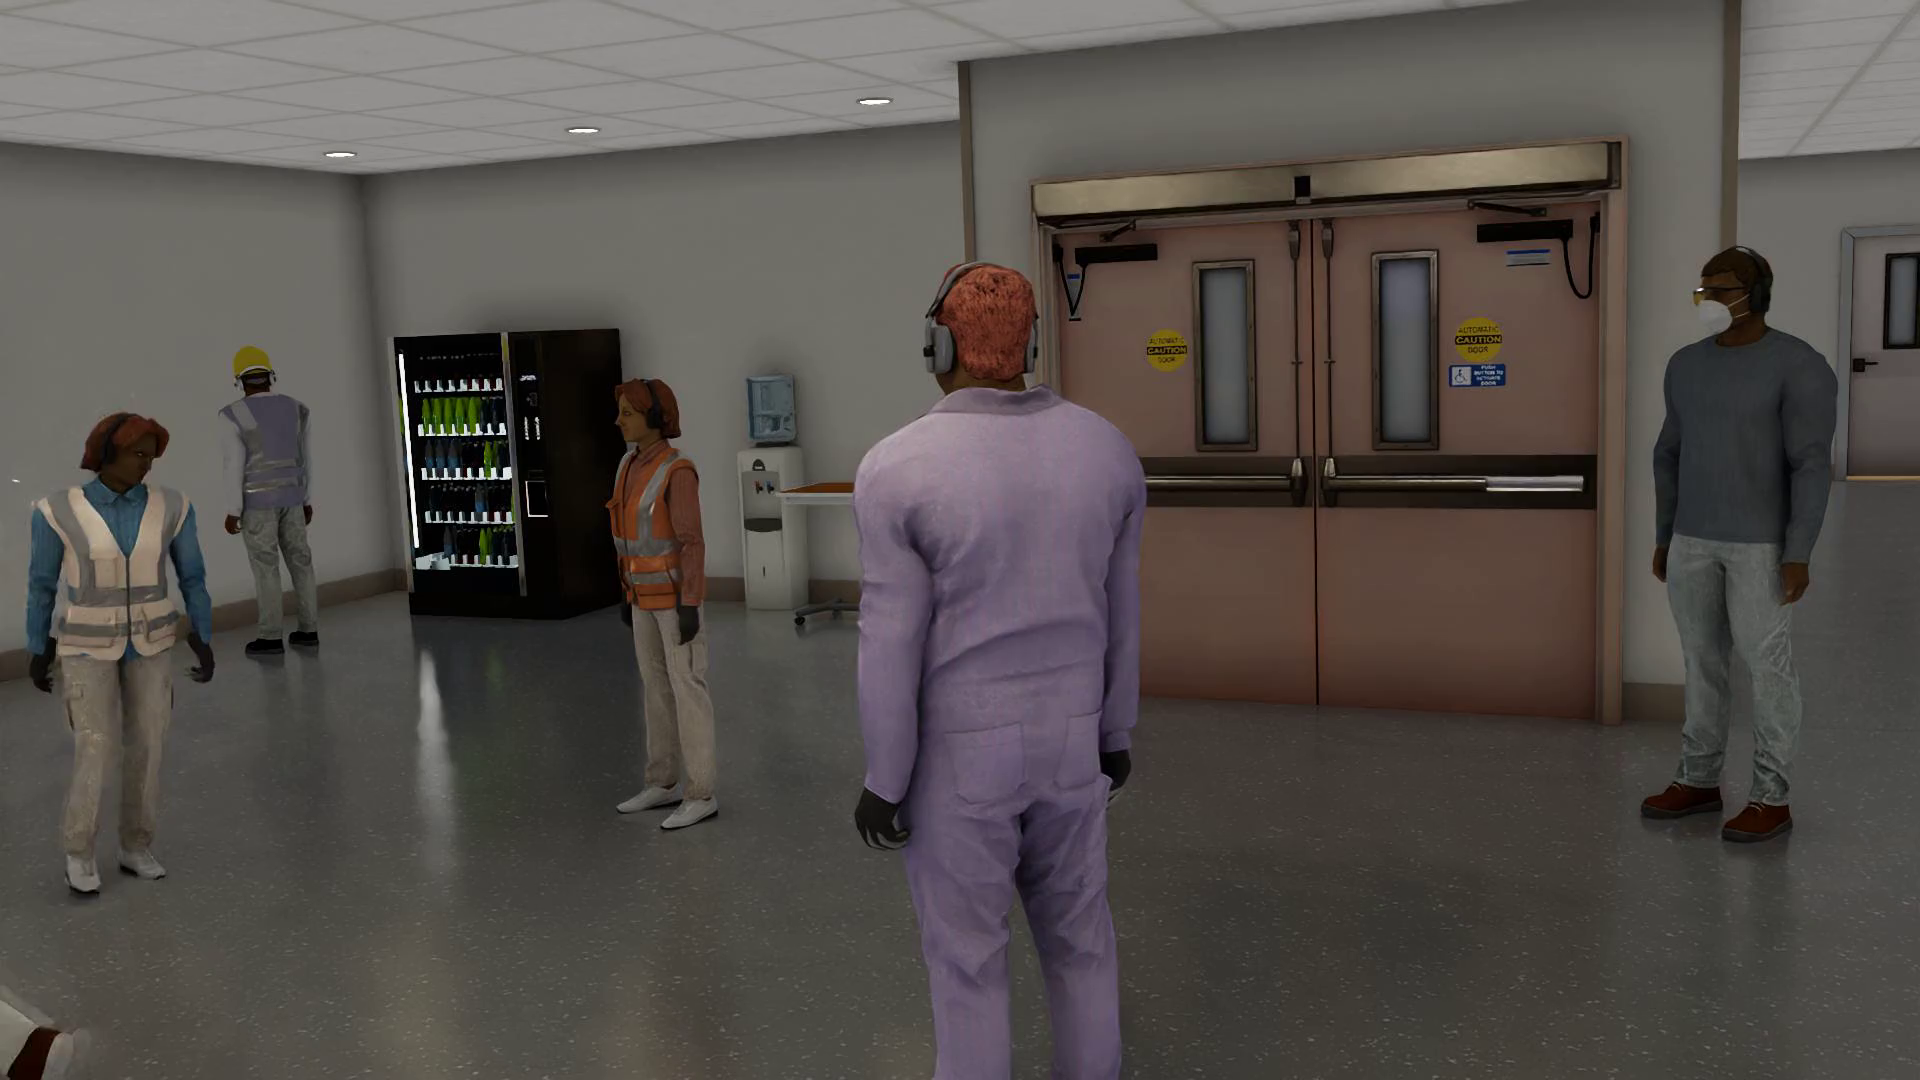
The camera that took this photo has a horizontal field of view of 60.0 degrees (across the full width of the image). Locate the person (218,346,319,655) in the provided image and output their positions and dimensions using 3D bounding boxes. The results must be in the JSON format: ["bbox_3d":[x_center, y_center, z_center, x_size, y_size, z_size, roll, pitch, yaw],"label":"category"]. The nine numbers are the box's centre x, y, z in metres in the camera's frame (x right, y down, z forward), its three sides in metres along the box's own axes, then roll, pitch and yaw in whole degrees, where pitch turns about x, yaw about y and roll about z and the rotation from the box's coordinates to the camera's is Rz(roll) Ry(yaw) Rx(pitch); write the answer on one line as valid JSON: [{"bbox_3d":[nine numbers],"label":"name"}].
[{"bbox_3d":[-4.108,-0.235,9.868,0.404,1.829,0.591,2,9,32],"label":"person"}]

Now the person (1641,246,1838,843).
[{"bbox_3d":[2.555,0.011,5.496,0.372,1.940,0.631,-6,8,-27],"label":"person"}]

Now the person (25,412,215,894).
[{"bbox_3d":[-2.810,0.375,5.591,0.534,1.606,0.454,-9,10,-43],"label":"person"}]

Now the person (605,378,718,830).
[{"bbox_3d":[-1.089,0.228,6.089,0.314,1.641,0.515,-8,9,-37],"label":"person"}]

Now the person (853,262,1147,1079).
[{"bbox_3d":[0.071,0.408,3.335,0.649,1.907,0.409,-7,9,-31],"label":"person"}]

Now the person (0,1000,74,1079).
[{"bbox_3d":[-2.374,0.621,3.587,0.639,1.609,0.545,-4,8,-13],"label":"person"}]
